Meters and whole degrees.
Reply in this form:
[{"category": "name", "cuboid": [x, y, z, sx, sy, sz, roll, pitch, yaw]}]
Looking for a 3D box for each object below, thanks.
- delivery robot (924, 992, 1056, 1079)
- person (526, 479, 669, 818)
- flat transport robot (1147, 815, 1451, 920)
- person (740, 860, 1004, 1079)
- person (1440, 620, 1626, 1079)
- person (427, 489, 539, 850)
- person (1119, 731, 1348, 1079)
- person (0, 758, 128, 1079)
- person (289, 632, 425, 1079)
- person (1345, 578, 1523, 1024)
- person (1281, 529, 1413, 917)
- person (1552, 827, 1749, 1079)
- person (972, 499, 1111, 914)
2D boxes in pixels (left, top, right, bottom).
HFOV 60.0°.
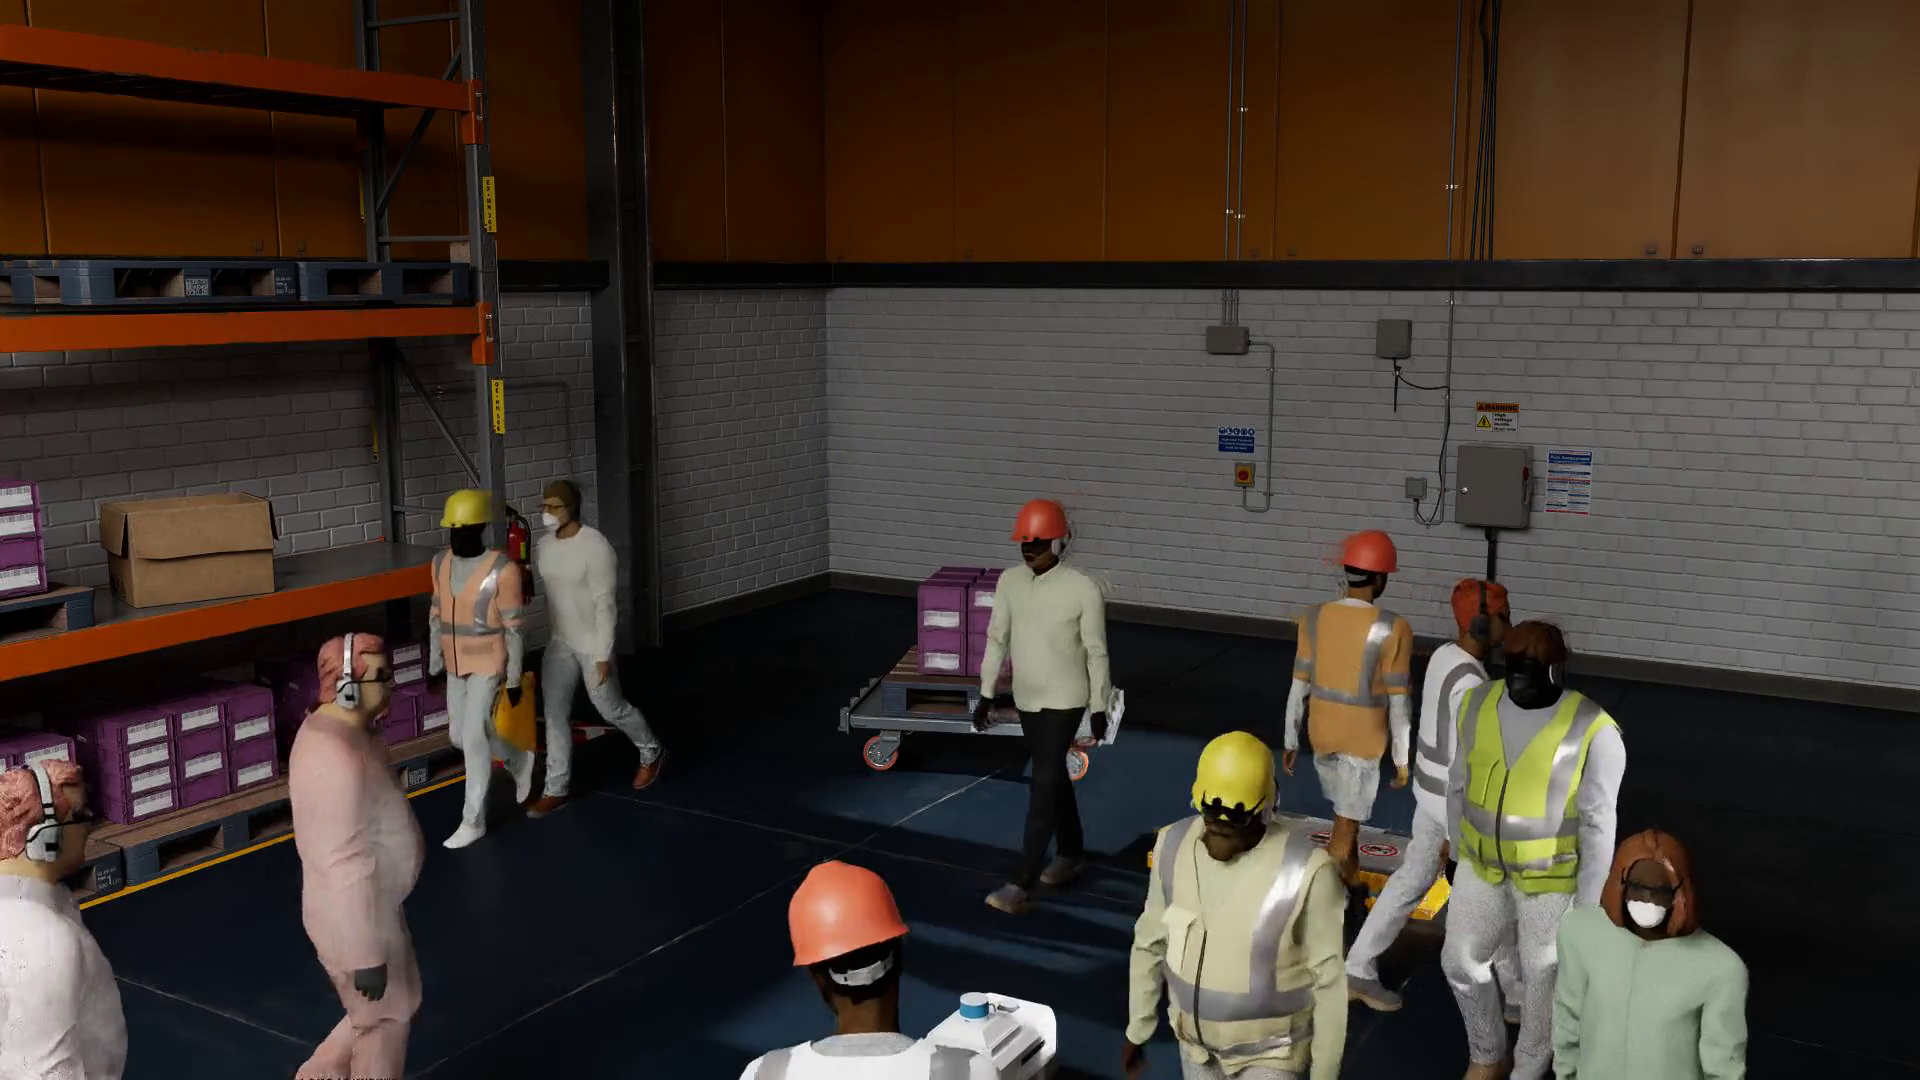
[{"category": "delivery robot", "cuboid": [0.050, 1.800, 5.717, 0.477, 0.478, 0.707, 5, 10, 29]}, {"category": "person", "cuboid": [-2.071, 0.575, 9.482, 0.638, 1.911, 0.919, 6, 11, 33]}, {"category": "flat transport robot", "cuboid": [1.722, 1.575, 8.297, 1.431, 0.197, 0.652, 5, 11, 30]}, {"category": "person", "cuboid": [-0.122, 1.573, 3.265, 0.614, 1.894, 0.458, 2, 9, 11]}, {"category": "person", "cuboid": [1.990, 1.181, 5.906, 0.657, 1.826, 0.485, 9, 12, 43]}, {"category": "person", "cuboid": [-2.566, 0.652, 8.977, 0.599, 1.905, 0.747, 6, 11, 31]}, {"category": "person", "cuboid": [0.753, 1.393, 4.650, 0.627, 1.810, 0.430, 9, 13, 43]}, {"category": "person", "cuboid": [-2.336, 1.463, 4.045, 0.677, 1.869, 0.868, 8, 12, 39]}, {"category": "person", "cuboid": [-1.988, 1.226, 5.431, 0.492, 1.887, 0.662, -4, 10, -21]}, {"category": "person", "cuboid": [1.991, 1.053, 6.701, 0.975, 1.844, 0.595, 0, 9, 1]}, {"category": "person", "cuboid": [1.730, 0.902, 7.507, 0.924, 1.899, 0.568, -9, 12, -43]}, {"category": "person", "cuboid": [1.771, 1.546, 4.372, 0.507, 1.590, 0.829, 6, 11, 34]}, {"category": "person", "cuboid": [0.342, 0.781, 8.005, 0.611, 1.947, 0.978, 9, 12, 43]}]
